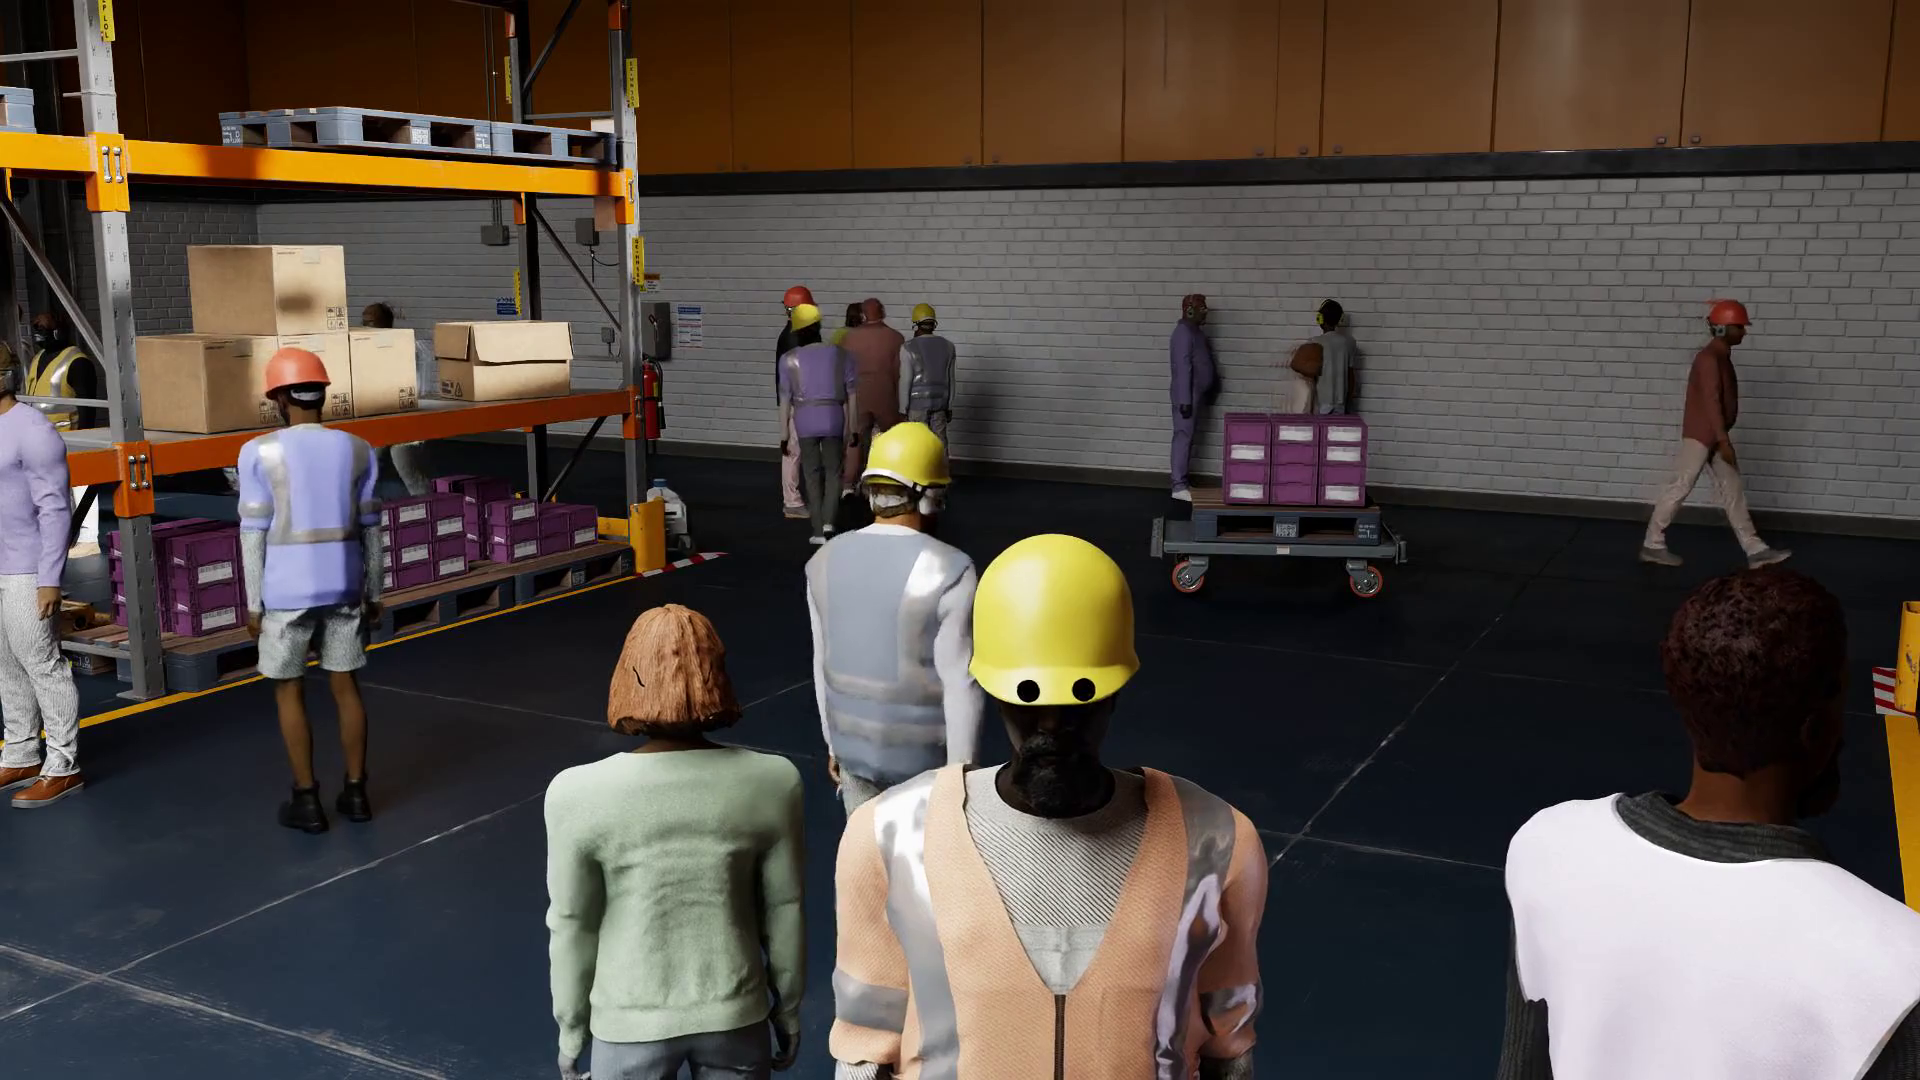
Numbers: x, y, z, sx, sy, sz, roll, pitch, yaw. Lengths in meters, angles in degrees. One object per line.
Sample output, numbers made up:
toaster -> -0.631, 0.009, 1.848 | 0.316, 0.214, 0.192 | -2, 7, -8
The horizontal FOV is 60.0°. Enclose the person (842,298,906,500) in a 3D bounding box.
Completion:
person -> -0.804, -1.280, 15.350 | 0.696, 1.876, 0.621 | 3, 10, 18

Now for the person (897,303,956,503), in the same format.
person -> -0.319, -1.227, 15.080 | 0.599, 1.830, 0.403 | -7, 12, -34

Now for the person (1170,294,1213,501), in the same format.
person -> 2.143, -1.321, 15.410 | 0.399, 1.909, 0.642 | 2, 10, 13

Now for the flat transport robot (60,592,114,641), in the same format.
flat transport robot -> -5.568, 0.530, 9.427 | 0.652, 0.197, 1.431 | 5, 11, 26

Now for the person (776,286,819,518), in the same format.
person -> -1.402, -1.194, 14.417 | 0.379, 1.996, 0.609 | -1, 10, -6

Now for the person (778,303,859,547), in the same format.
person -> -1.086, -0.877, 12.856 | 0.633, 1.893, 0.413 | -2, 10, -10

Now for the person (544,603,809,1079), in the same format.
person -> -0.531, 0.930, 3.199 | 0.494, 1.624, 0.289 | -3, 10, -19

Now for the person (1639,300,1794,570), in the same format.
person -> 5.450, -0.742, 11.955 | 1.038, 1.938, 0.611 | 8, 12, 38

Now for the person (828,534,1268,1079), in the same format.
person -> 0.119, 0.940, 2.260 | 0.587, 1.928, 0.363 | -1, 10, -3

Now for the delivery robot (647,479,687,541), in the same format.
delivery robot -> -2.284, -0.224, 12.695 | 0.477, 0.478, 0.707 | -2, 10, -14

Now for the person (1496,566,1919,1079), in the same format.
person -> 0.908, 0.979, 2.052 | 0.392, 1.922, 0.591 | -6, 11, -31

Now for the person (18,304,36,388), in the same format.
person -> -7.668, -0.993, 13.584 | 0.354, 1.881, 0.576 | -6, 11, -31

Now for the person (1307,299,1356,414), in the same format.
person -> 3.273, -1.200, 14.814 | 0.518, 1.874, 0.326 | -3, 10, -18

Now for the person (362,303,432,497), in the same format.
person -> -4.415, -0.824, 12.570 | 0.635, 1.900, 0.951 | 9, 13, 43

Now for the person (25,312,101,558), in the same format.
person -> -6.755, -0.787, 12.504 | 0.619, 1.845, 0.430 | 6, 11, 30

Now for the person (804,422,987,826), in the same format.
person -> -0.163, 0.576, 4.677 | 0.610, 1.812, 0.425 | 7, 12, 36

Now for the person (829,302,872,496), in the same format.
person -> -1.013, -1.316, 15.645 | 0.432, 1.830, 0.642 | -5, 11, -27

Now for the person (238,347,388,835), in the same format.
person -> -2.566, 0.196, 6.616 | 0.563, 1.910, 0.447 | -9, 13, -41

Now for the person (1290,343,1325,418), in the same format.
person -> 2.540, -0.695, 12.621 | 0.659, 1.614, 0.499 | 1, 10, 5

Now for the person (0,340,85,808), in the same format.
person -> -3.927, 0.135, 6.886 | 0.635, 1.939, 0.359 | 5, 11, 29
